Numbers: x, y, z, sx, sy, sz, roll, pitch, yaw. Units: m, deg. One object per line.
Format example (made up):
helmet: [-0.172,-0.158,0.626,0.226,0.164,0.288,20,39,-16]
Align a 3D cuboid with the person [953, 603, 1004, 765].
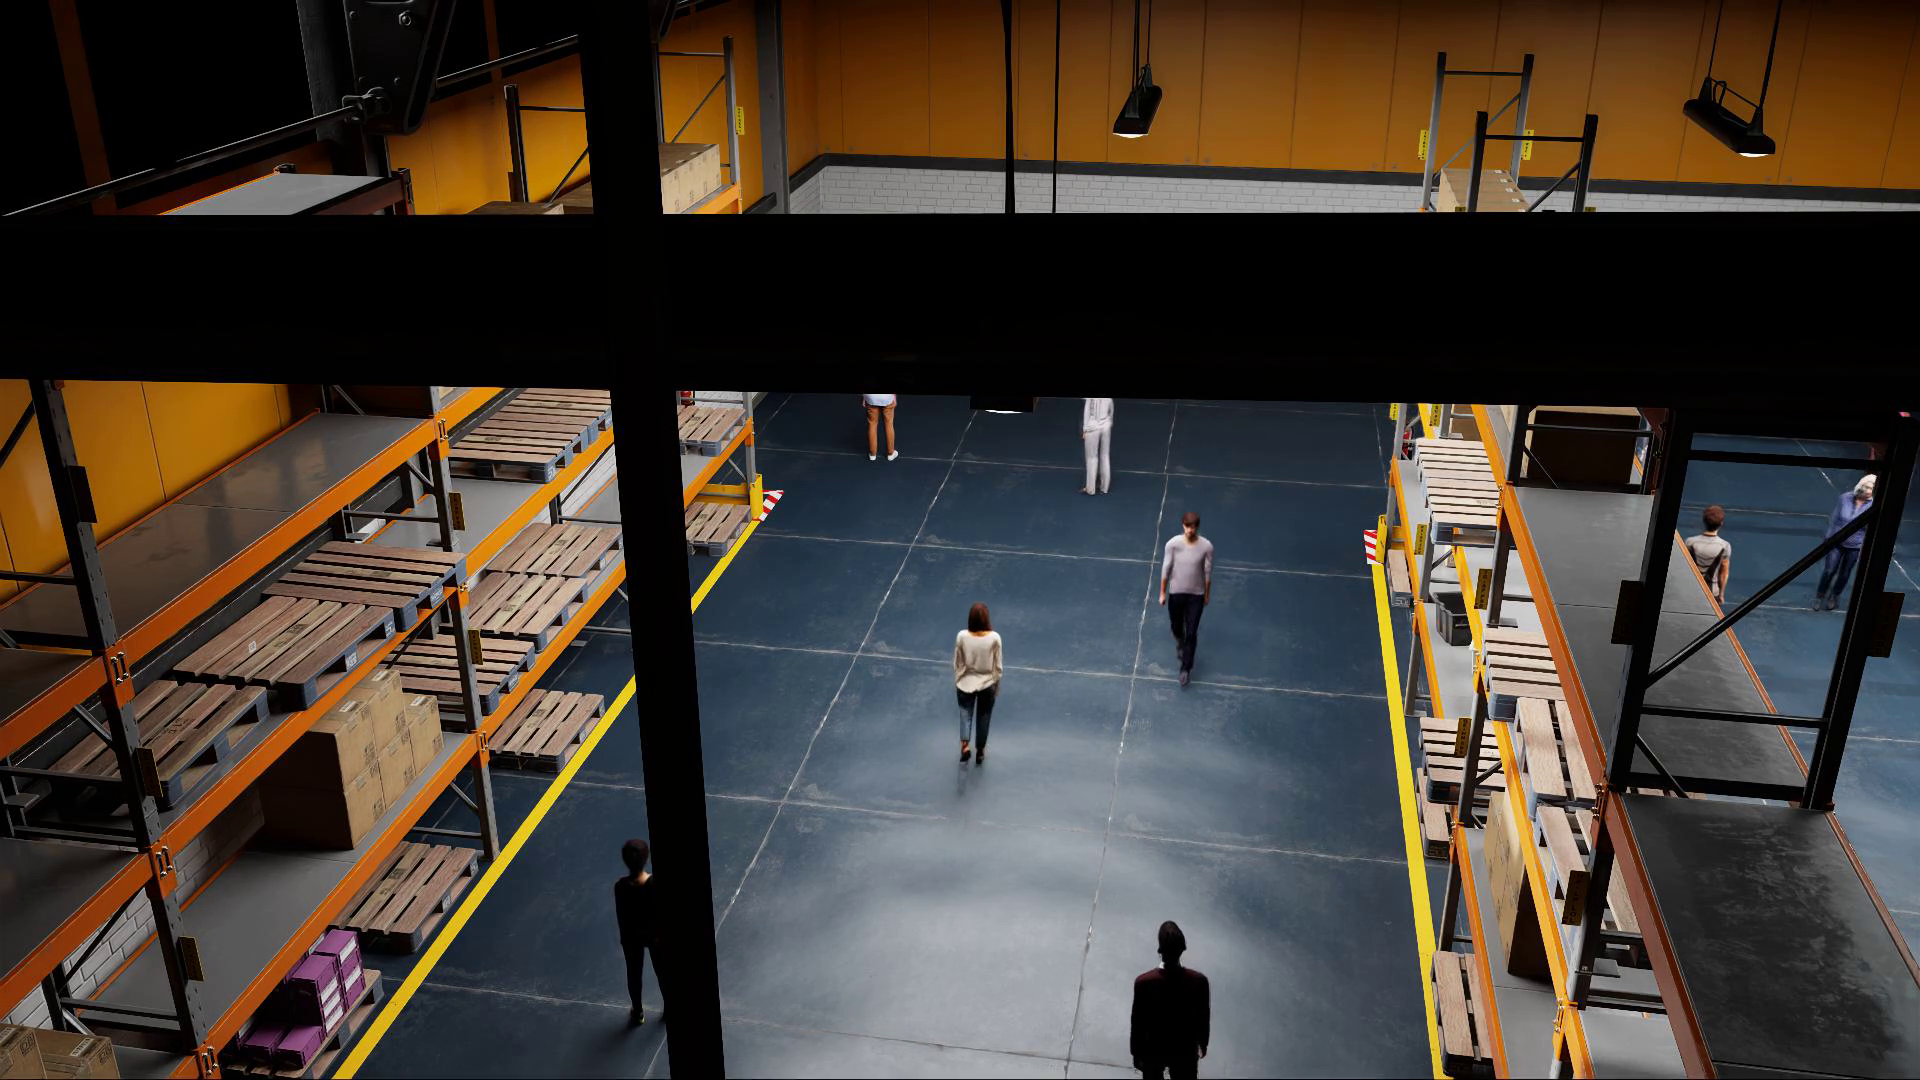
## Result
person: [0.153,1.396,15.651,0.612,1.675,0.662,3,24,8]

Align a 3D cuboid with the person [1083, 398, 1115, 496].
person: [1.843,-1.457,22.058,0.668,1.770,0.694,-10,26,-22]

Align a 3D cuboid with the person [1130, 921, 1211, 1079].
person: [1.389,3.375,10.916,0.725,1.841,1.097,2,24,4]

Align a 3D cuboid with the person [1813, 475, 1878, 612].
person: [10.018,0.005,18.788,0.784,1.711,0.813,20,31,38]

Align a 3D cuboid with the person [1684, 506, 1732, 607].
person: [7.709,0.546,17.329,0.692,1.888,0.620,9,25,19]

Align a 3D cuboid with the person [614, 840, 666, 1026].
person: [-2.343,2.905,12.353,0.592,1.551,0.584,-2,24,-5]

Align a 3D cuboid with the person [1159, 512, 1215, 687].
person: [2.381,0.538,17.445,0.710,1.809,1.157,5,24,12]
